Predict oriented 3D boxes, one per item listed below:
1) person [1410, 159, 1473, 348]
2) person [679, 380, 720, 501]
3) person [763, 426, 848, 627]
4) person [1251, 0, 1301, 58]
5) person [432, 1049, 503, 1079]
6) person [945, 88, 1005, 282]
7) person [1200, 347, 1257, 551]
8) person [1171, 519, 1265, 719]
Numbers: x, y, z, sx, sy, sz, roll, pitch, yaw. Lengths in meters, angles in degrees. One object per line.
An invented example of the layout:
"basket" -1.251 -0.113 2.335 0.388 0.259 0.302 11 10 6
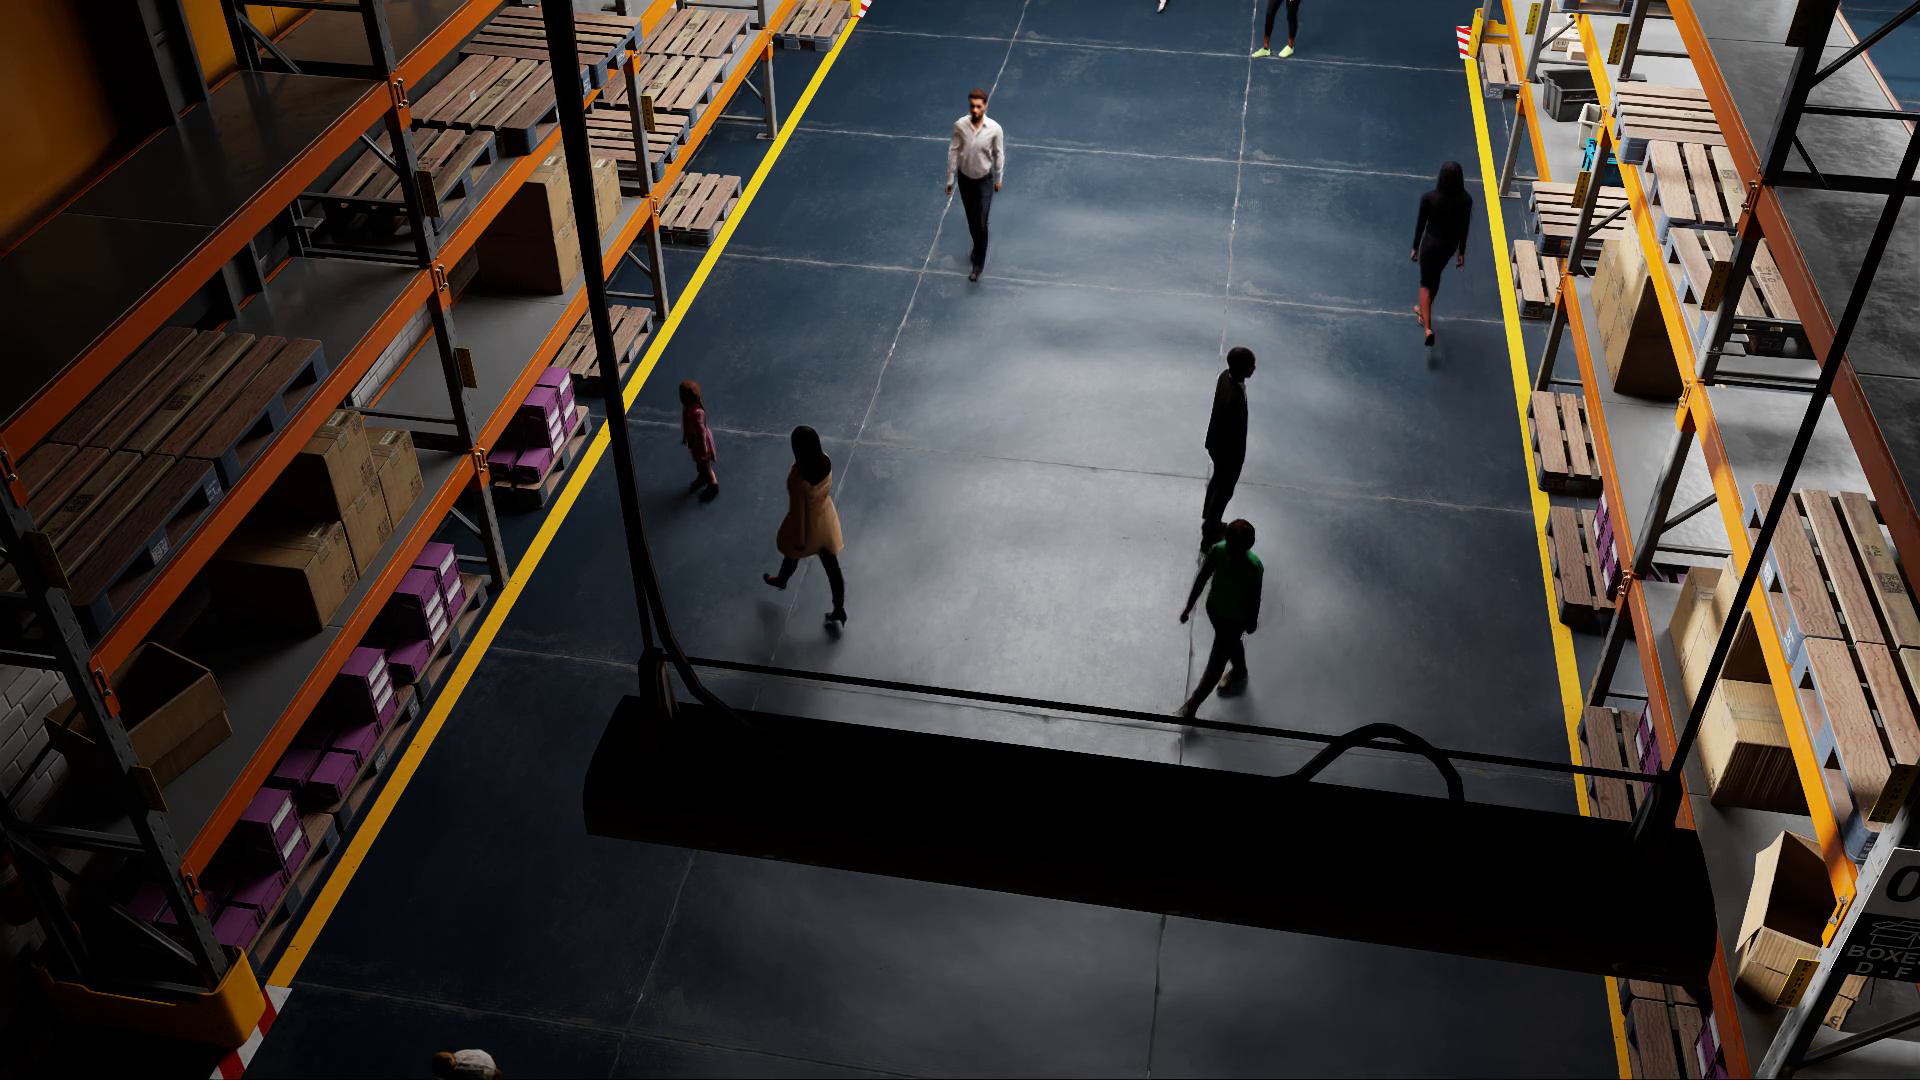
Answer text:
"person" 4.352 -2.567 15.062 0.782 1.689 1.165 0 39 0
"person" -2.104 -0.831 13.444 0.528 0.995 0.592 29 47 31
"person" -0.988 -0.058 11.953 1.051 1.648 1.095 27 46 29
"person" 4.061 -6.730 20.246 0.940 1.726 0.851 -30 47 -32
"person" -2.355 3.051 7.875 0.901 1.879 0.953 30 48 32
"person" 0.162 -3.518 16.137 0.731 1.835 1.133 10 40 12
"person" 2.015 -0.695 12.630 0.755 1.800 0.567 0 39 0
"person" 1.884 0.454 11.345 1.154 1.607 1.029 -28 46 -30
